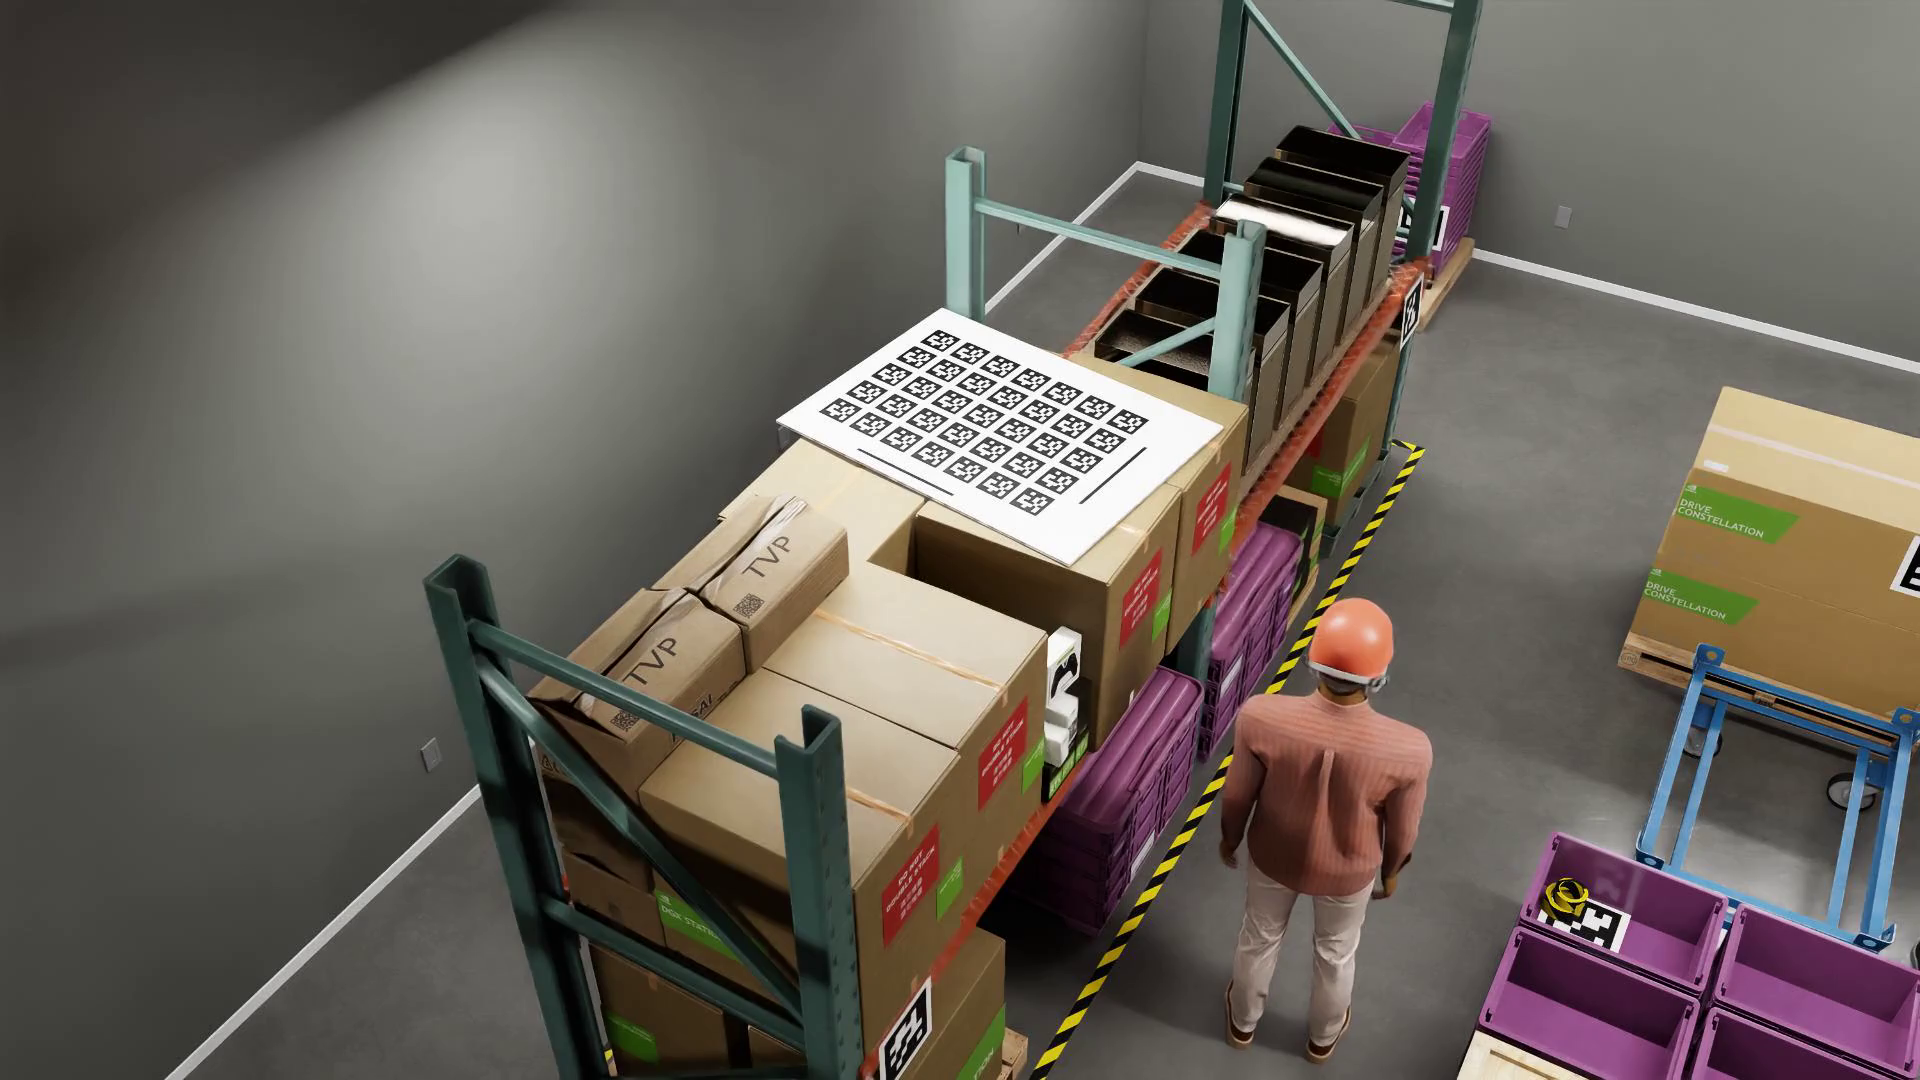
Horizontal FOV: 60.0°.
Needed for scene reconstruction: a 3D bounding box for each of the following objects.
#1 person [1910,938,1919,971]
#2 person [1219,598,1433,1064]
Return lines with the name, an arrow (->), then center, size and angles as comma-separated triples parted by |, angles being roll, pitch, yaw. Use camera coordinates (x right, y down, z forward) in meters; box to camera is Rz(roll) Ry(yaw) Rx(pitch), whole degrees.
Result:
person -> 3.703, 0.949, 5.556 | 0.589, 1.822, 0.403 | 23, 45, 25
person -> 1.143, 0.982, 5.385 | 0.613, 1.992, 0.397 | 12, 41, 14
